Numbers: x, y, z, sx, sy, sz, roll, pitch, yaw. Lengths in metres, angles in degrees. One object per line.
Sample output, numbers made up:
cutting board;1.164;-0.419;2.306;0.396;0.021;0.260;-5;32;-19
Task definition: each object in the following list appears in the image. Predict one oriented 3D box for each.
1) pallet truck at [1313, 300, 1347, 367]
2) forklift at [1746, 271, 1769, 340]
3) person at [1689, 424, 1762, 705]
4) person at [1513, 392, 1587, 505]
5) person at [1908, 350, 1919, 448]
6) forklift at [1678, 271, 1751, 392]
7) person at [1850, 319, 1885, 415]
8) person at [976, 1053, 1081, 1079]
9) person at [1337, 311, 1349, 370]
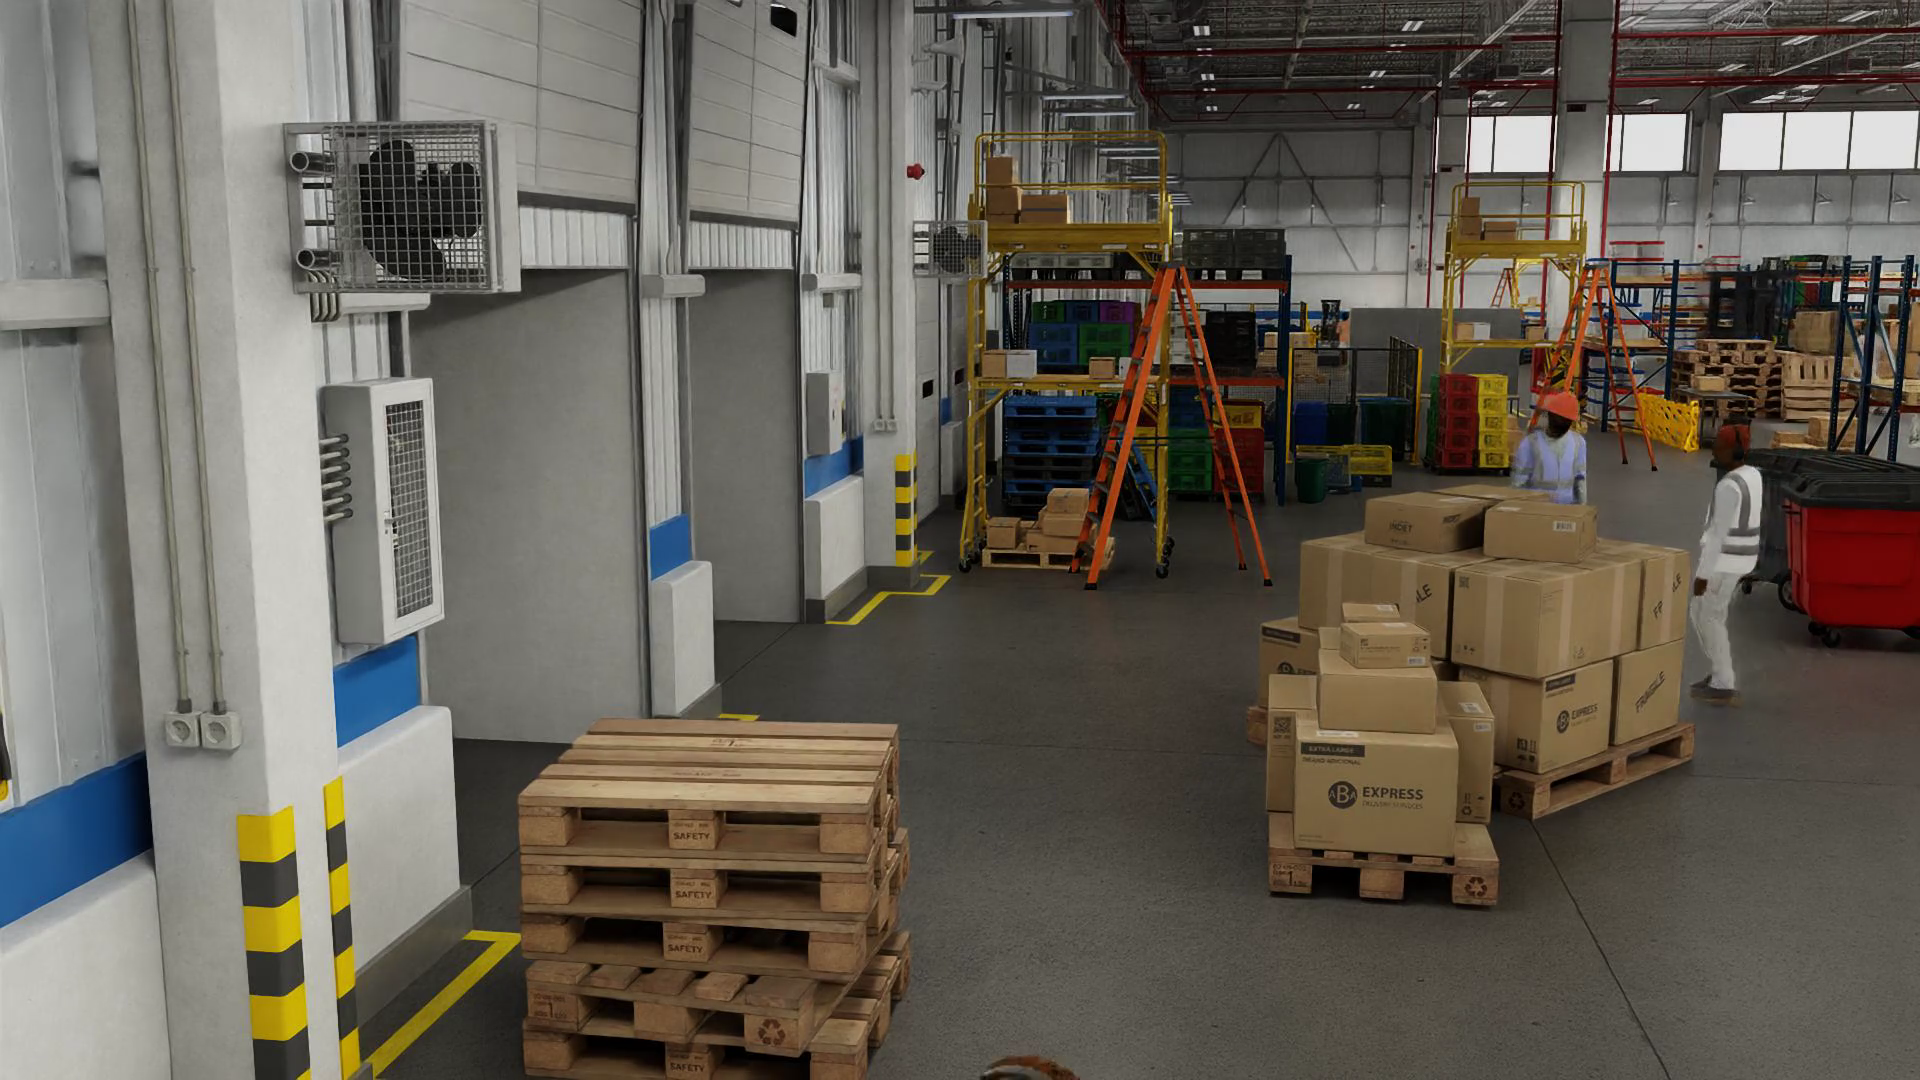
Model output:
pallet truck;11.159;-6.200;49.718;0.823;1.965;1.885;4;10;26
forklift;22.820;-6.358;47.980;1.873;2.768;1.129;-1;9;-5
person;4.951;0.158;10.914;0.501;1.858;0.605;8;12;41
person;4.712;-0.239;13.275;0.641;1.885;0.778;-1;9;-5
person;15.511;-2.342;26.742;0.323;1.736;0.488;4;10;25
forklift;17.710;-4.819;38.485;1.873;2.768;1.129;-4;10;-21
person;17.970;-3.419;32.939;0.631;1.887;1.020;-1;9;-9
person;0.028;1.588;2.228;0.638;1.821;0.636;3;10;18
person;11.069;-5.724;47.707;0.540;1.695;0.317;-1;9;-8
